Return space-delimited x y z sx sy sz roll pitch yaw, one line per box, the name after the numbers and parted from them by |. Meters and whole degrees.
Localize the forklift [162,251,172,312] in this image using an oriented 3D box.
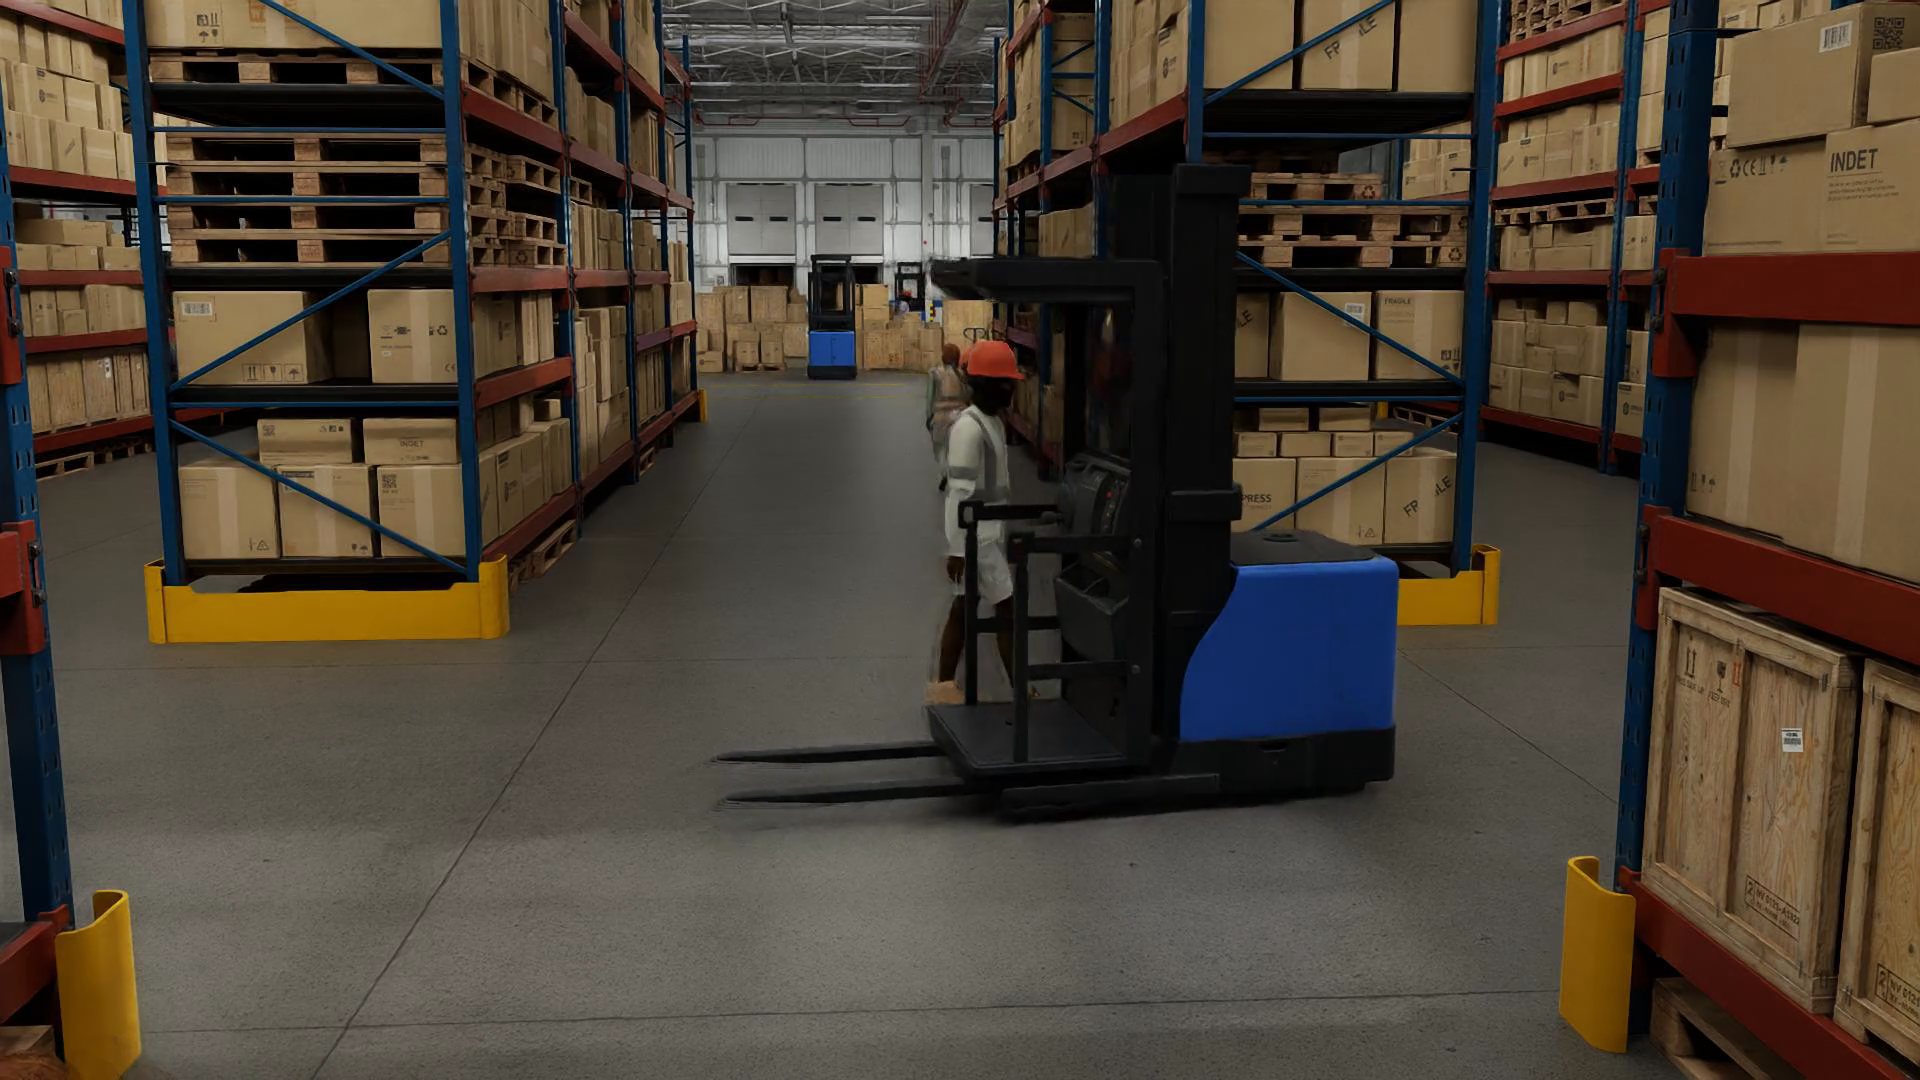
-15.789 -4.247 32.495 1.129 2.768 1.873 -1 9 -4 | forklift

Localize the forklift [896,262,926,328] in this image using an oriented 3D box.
-1.780 -8.547 59.499 1.129 2.768 1.873 -1 9 -4 | forklift

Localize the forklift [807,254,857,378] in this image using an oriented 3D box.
-2.942 -5.145 38.138 1.129 2.768 1.873 -1 9 -4 | forklift

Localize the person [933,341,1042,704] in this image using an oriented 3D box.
0.248 -0.016 8.643 0.909 2.009 0.644 2 9 11 | person

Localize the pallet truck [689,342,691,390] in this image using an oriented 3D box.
-5.225 -3.008 27.480 1.885 1.965 0.823 2 9 14 | pallet truck

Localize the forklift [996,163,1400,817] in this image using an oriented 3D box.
0.982 -0.288 7.638 1.873 2.768 1.129 -2 9 -12 | forklift

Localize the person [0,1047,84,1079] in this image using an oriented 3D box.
-0.885 1.290 1.672 0.339 1.632 0.512 -4 10 -26 | person

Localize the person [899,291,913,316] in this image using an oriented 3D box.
-1.733 -6.583 50.289 0.609 1.893 0.619 2 9 13 | person

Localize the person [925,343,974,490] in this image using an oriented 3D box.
-0.109 -1.306 17.951 0.534 1.623 0.370 -1 9 -6 | person

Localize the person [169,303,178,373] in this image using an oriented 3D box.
-14.874 -3.610 31.784 0.714 1.838 0.543 0 9 -2 | person
